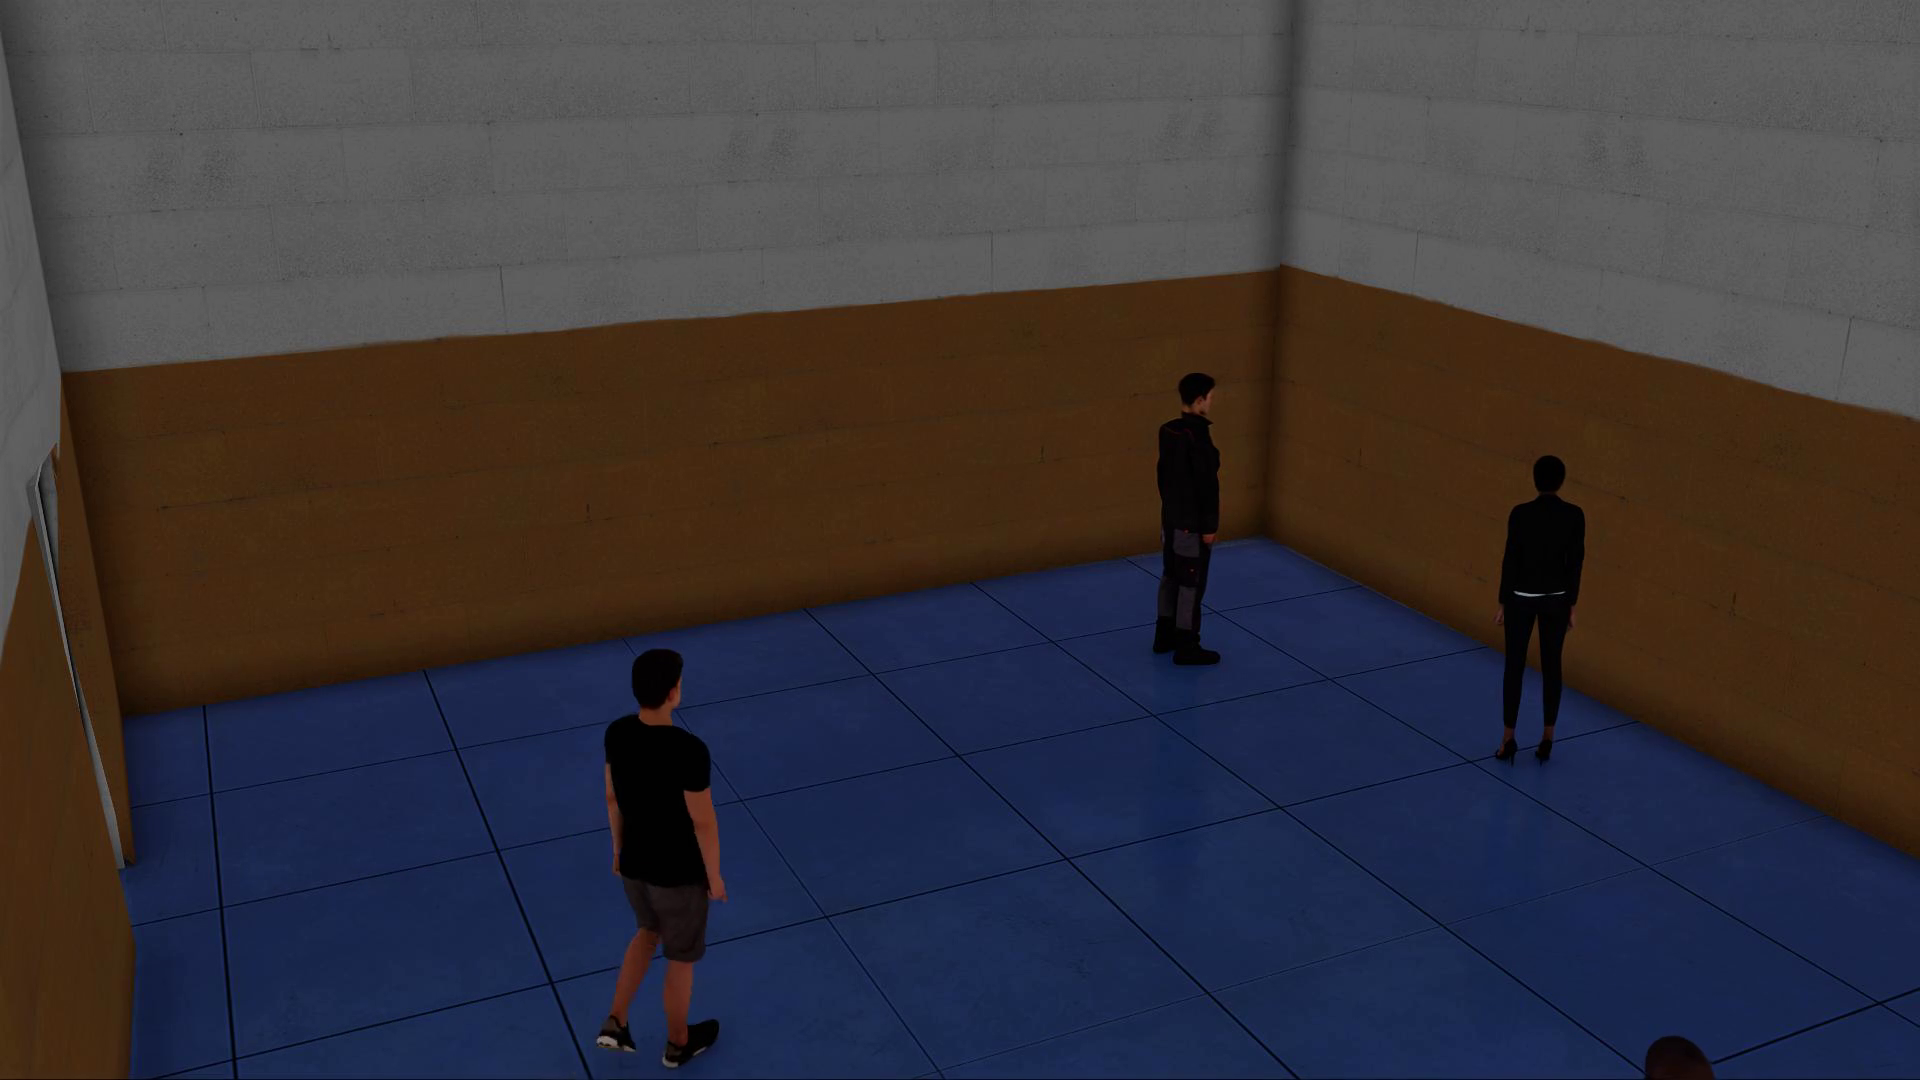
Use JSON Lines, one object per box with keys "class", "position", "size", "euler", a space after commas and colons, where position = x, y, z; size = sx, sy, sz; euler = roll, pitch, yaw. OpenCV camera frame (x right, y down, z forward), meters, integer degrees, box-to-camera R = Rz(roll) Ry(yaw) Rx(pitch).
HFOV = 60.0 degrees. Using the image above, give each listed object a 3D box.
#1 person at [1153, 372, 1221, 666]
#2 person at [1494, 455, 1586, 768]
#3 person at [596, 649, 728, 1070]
{"class": "person", "position": [1.486, -0.147, 10.916], "size": [0.562, 1.944, 0.685], "euler": [-8, 20, -23]}
{"class": "person", "position": [3.276, 0.405, 9.447], "size": [0.637, 1.835, 0.742], "euler": [2, 19, 6]}
{"class": "person", "position": [-1.255, 1.333, 6.669], "size": [0.886, 1.853, 0.971], "euler": [11, 22, 30]}
